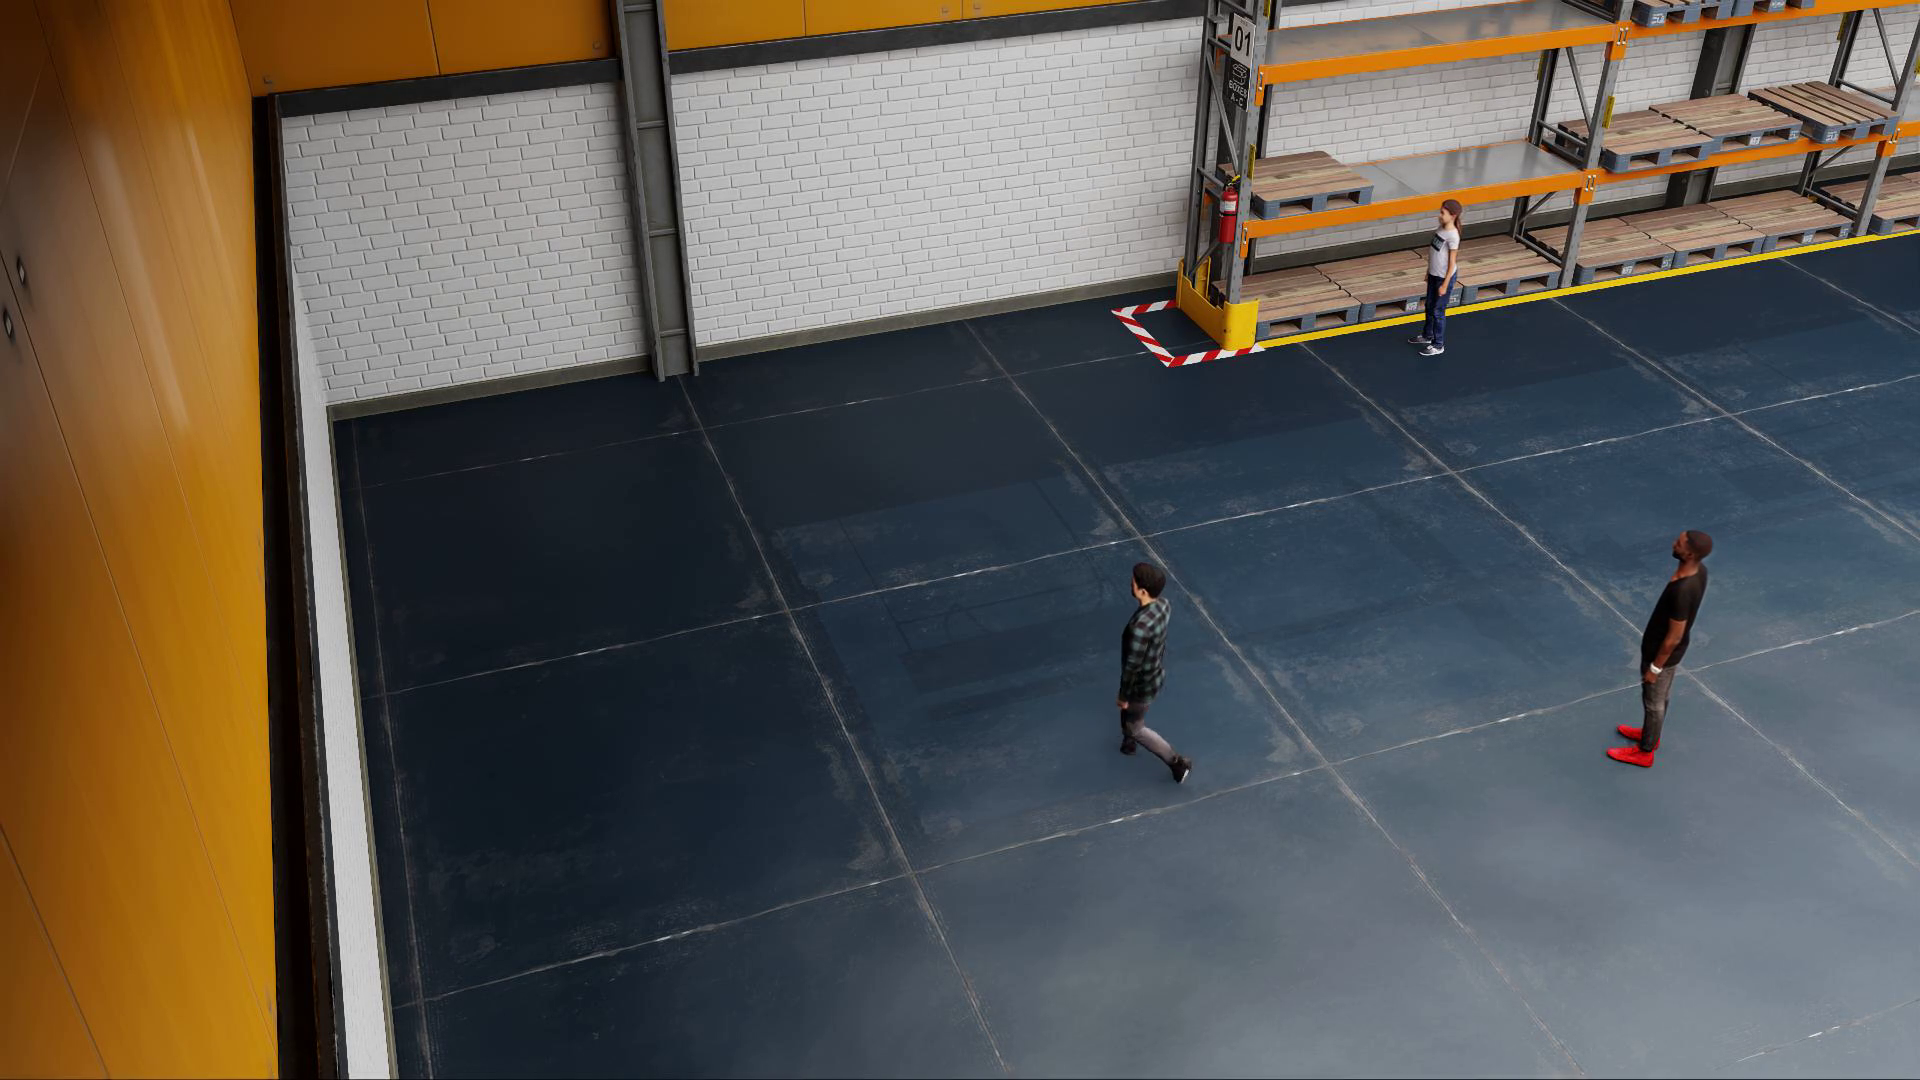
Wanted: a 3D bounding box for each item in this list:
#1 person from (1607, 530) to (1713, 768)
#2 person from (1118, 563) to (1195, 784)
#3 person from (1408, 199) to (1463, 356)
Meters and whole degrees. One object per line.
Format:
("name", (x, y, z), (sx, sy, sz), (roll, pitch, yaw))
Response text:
("person", (4.658, 0.707, 10.958), (0.778, 1.805, 0.685), (19, 38, 26))
("person", (1.271, 0.929, 10.973), (1.054, 1.702, 1.009), (14, 36, 20))
("person", (4.652, -2.561, 16.094), (0.546, 1.562, 0.563), (-6, 34, -9))
